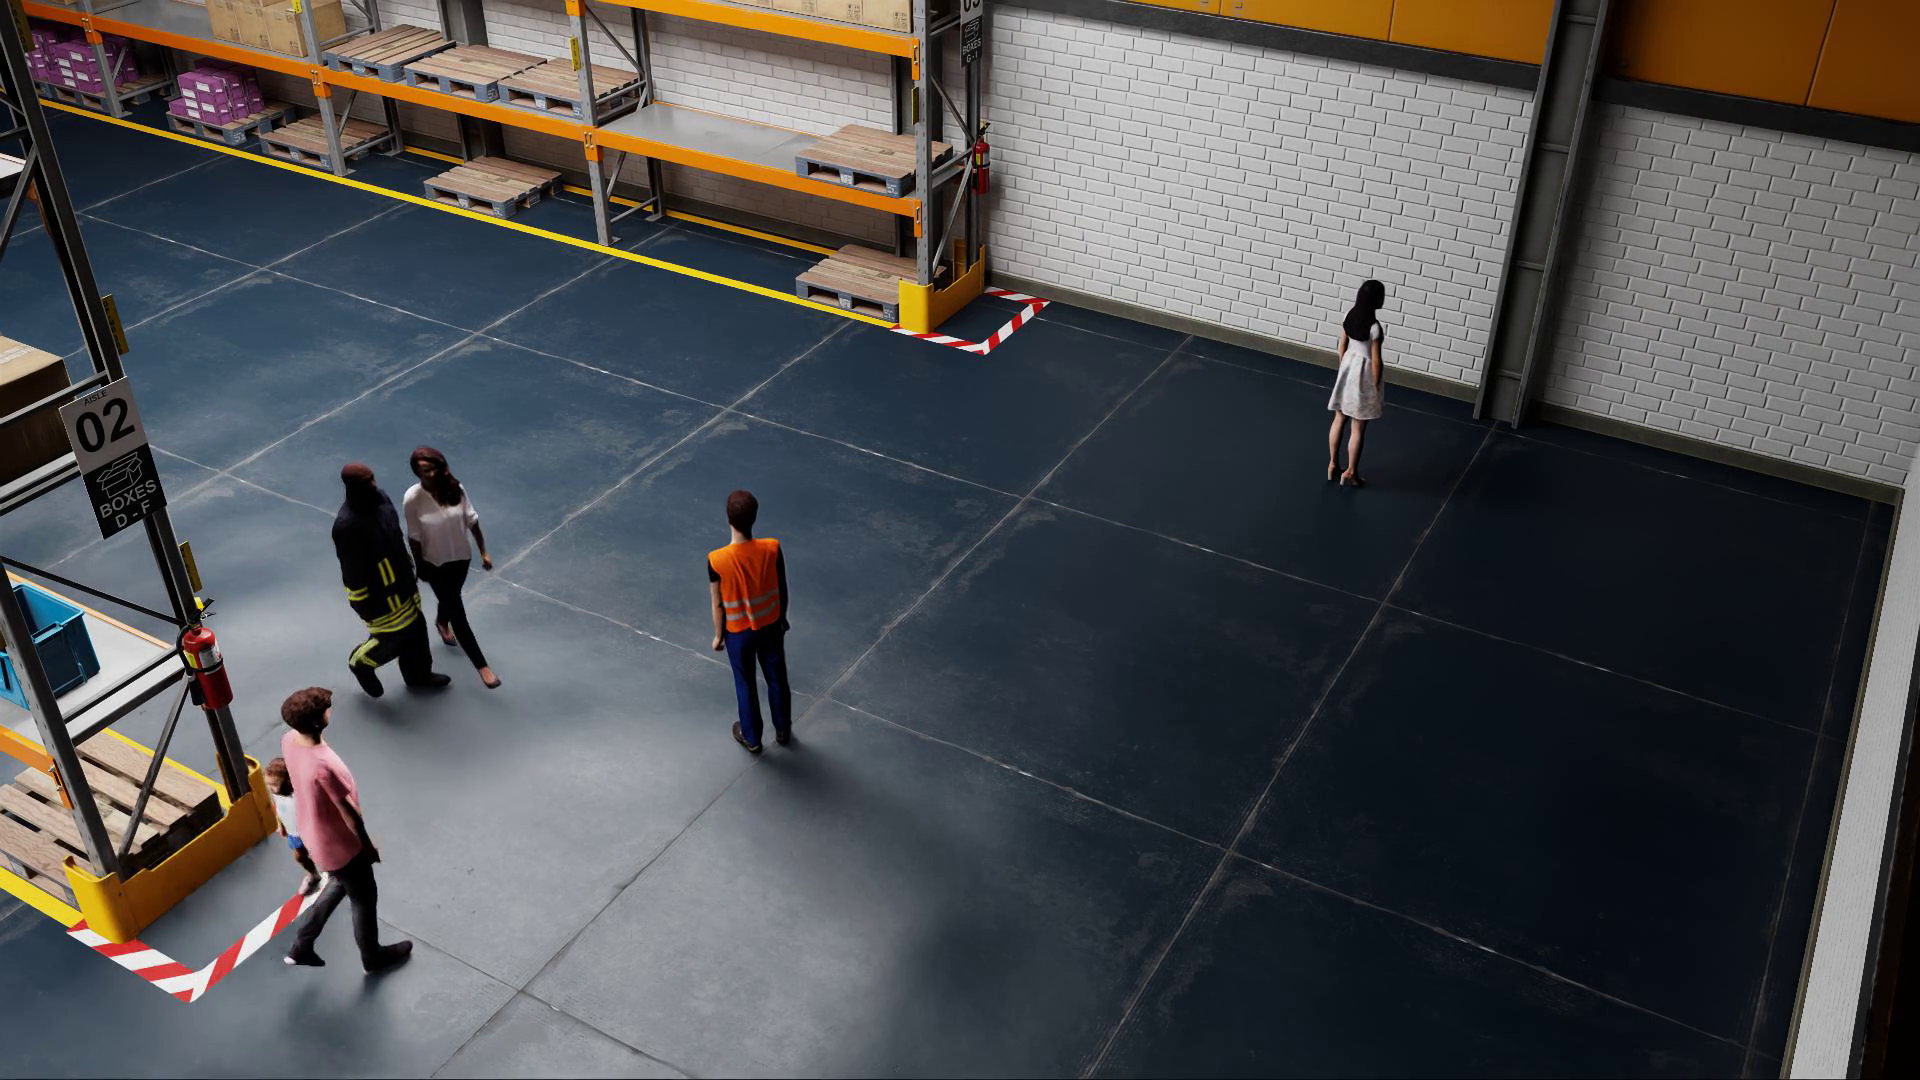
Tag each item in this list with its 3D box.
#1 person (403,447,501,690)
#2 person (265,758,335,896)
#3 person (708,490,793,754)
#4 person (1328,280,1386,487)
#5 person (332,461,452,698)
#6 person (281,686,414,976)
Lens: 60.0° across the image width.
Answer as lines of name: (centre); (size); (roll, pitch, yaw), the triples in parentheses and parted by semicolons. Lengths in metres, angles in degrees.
person: (-3.519, 0.126, 11.298); (0.850, 1.738, 1.216); (-28, 42, -35)
person: (-3.802, 1.652, 9.654); (0.372, 1.015, 0.480); (14, 36, 20)
person: (-1.311, 0.537, 10.544); (0.794, 1.888, 0.830); (-13, 36, -19)
person: (3.185, -1.250, 13.334); (0.820, 1.775, 0.725); (-20, 38, -27)
person: (-3.893, 0.259, 11.030); (1.001, 1.812, 0.902); (6, 34, 9)
person: (-3.409, 1.642, 8.832); (0.892, 1.943, 0.818); (29, 43, 36)
